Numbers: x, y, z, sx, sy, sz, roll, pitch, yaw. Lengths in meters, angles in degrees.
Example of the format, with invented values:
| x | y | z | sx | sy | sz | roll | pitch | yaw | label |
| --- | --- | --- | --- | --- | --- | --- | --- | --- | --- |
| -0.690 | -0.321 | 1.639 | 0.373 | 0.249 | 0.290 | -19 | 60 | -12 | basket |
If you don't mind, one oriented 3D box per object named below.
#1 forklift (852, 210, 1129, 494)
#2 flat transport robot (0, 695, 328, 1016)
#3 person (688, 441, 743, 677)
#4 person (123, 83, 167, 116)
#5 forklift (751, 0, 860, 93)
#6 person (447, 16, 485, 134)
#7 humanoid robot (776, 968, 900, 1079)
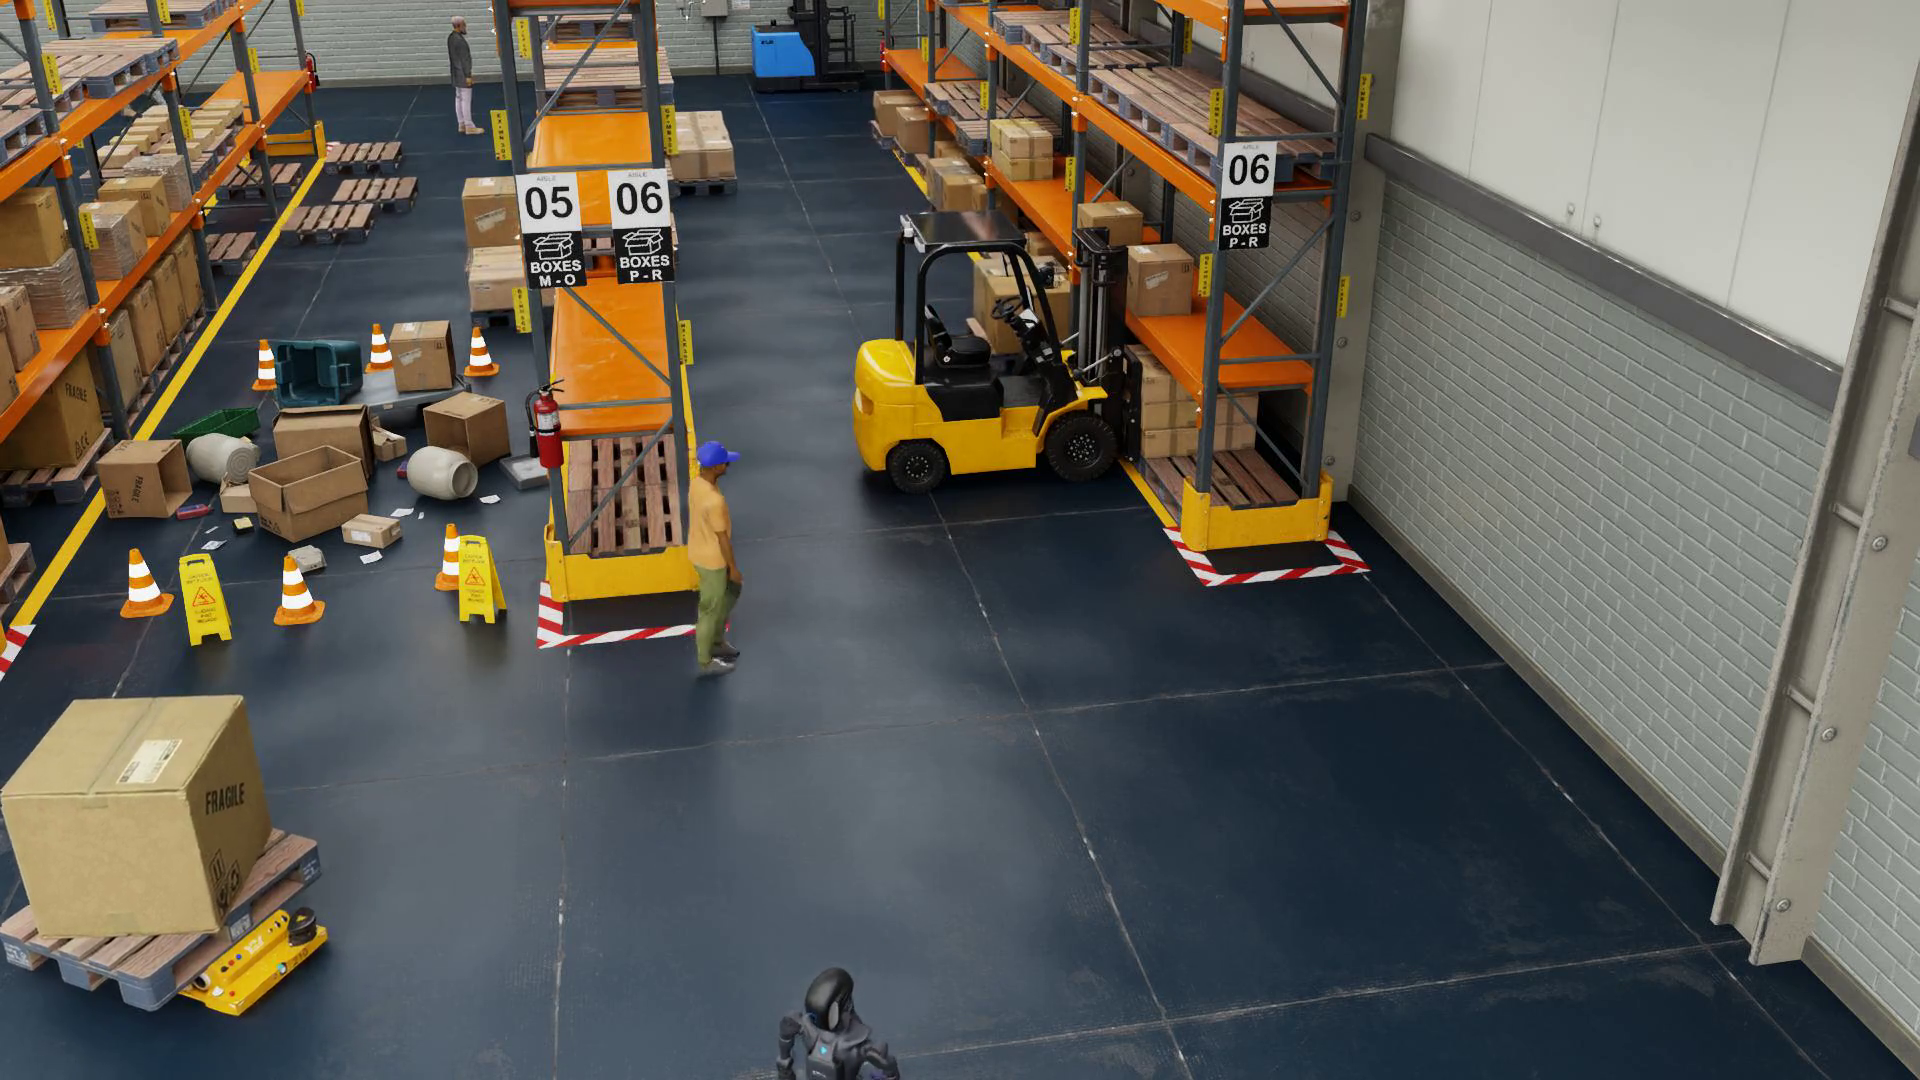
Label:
| x | y | z | sx | sy | sz | roll | pitch | yaw | label |
| --- | --- | --- | --- | --- | --- | --- | --- | --- | --- |
| 0.216 | -1.659 | 14.366 | 2.313 | 2.155 | 1.214 | -5 | 26 | -10 | forklift |
| -4.152 | 2.074 | 8.811 | 1.431 | 0.231 | 0.659 | 10 | 27 | 20 | flat transport robot |
| -1.617 | 0.133 | 11.192 | 0.513 | 1.697 | 0.461 | -11 | 28 | -21 | person |
| -13.936 | -8.068 | 28.228 | 0.967 | 1.743 | 0.611 | 0 | 26 | -1 | person |
| -2.872 | -9.679 | 30.288 | 1.873 | 2.768 | 1.129 | -5 | 26 | -10 | forklift |
| -8.094 | -7.555 | 27.030 | 0.410 | 1.855 | 0.533 | -18 | 31 | -32 | person |
| -0.447 | 2.323 | 6.728 | 0.610 | 1.631 | 0.740 | 11 | 28 | 21 | humanoid robot |
